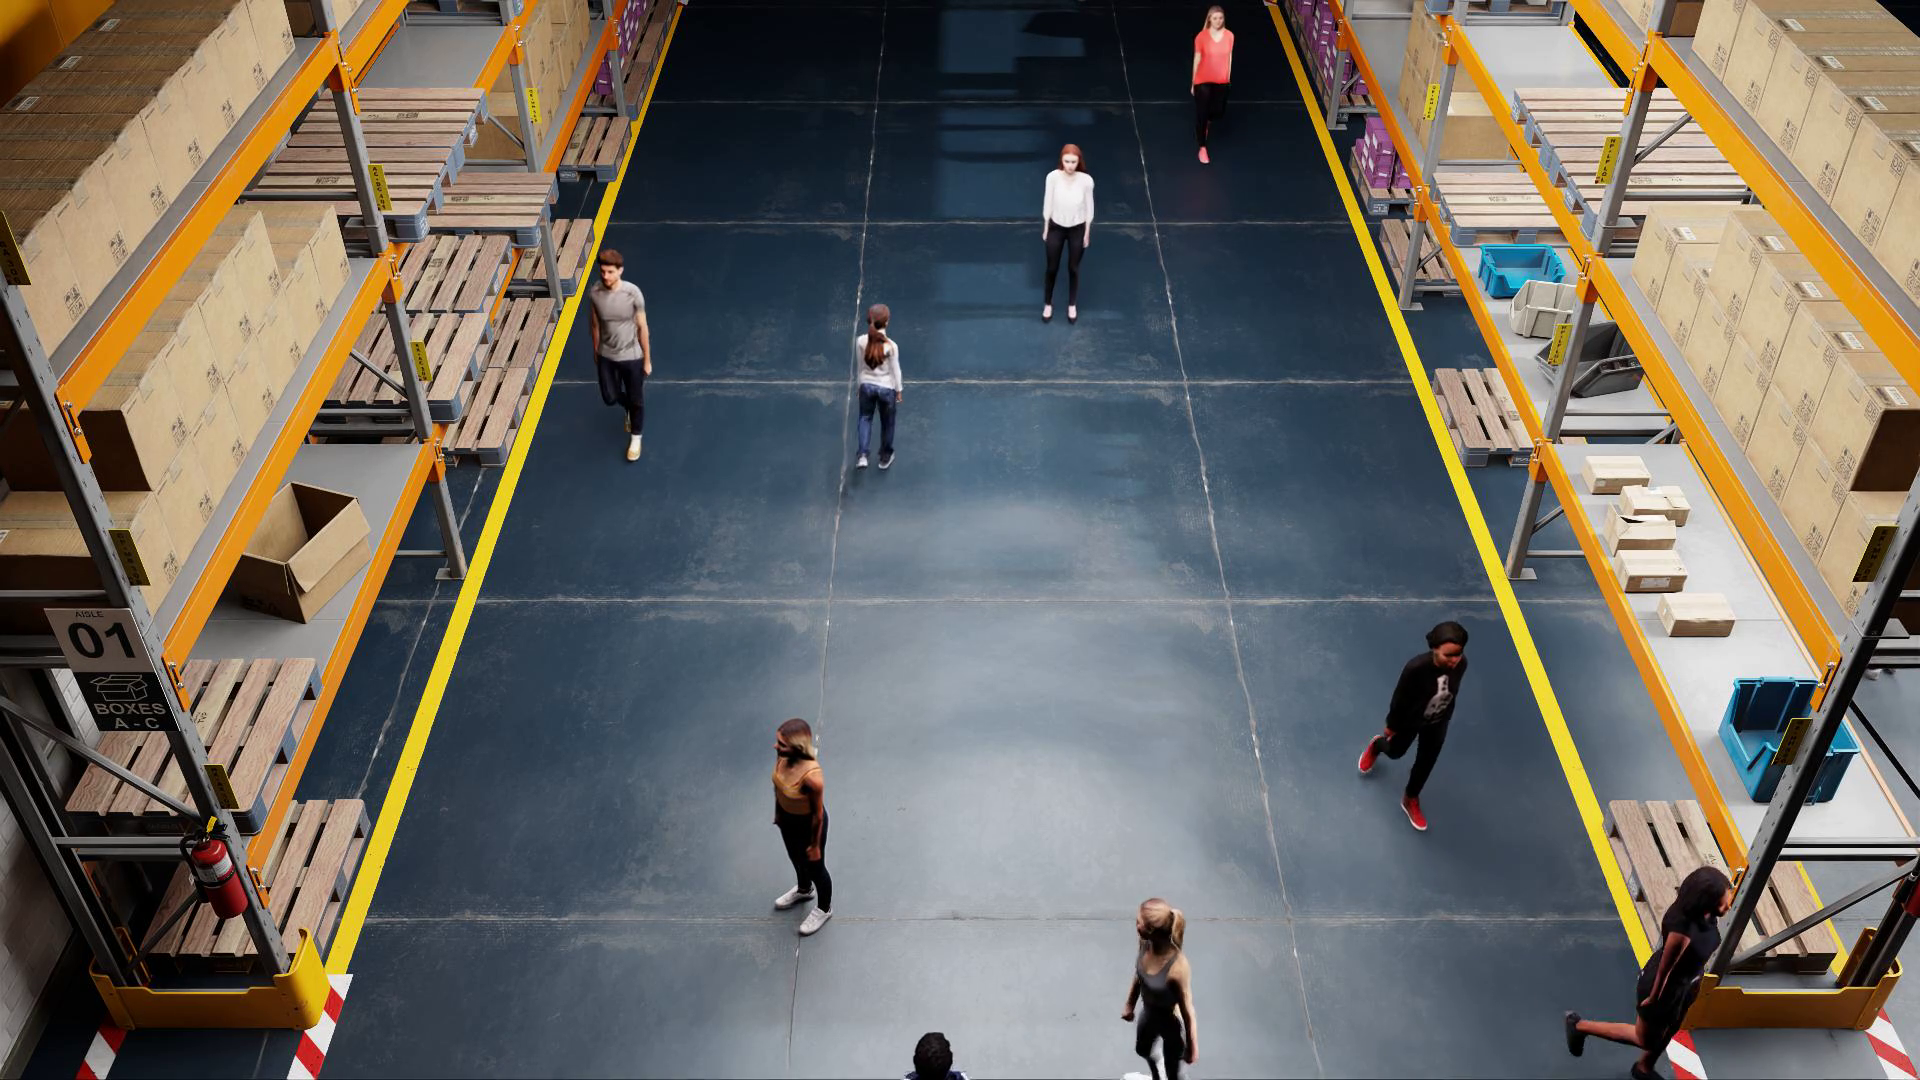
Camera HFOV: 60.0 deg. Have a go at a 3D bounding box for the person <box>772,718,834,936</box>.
[{"bbox_3d":[-0.923,1.652,9.746,0.712,1.628,0.628,-25,45,-28],"label":"person"}]

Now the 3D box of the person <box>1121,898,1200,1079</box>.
[{"bbox_3d":[1.123,2.529,8.607,0.857,1.679,0.680,-30,47,-32],"label":"person"}]

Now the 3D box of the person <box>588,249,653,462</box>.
[{"bbox_3d":[-2.738,-1.566,13.570,0.707,1.885,0.803,4,39,5],"label":"person"}]

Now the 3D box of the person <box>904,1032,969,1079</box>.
[{"bbox_3d":[-0.124,2.976,8.436,0.556,1.195,0.824,2,39,2],"label":"person"}]

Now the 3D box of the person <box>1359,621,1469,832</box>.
[{"bbox_3d":[2.871,1.066,10.470,0.713,1.641,0.980,-5,39,-6],"label":"person"}]

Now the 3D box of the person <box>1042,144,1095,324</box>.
[{"bbox_3d":[0.986,-2.817,15.238,0.630,1.759,0.551,4,39,5],"label":"person"}]

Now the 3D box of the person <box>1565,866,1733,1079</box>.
[{"bbox_3d":[3.687,2.314,8.838,0.962,1.728,0.922,28,47,31],"label":"person"}]

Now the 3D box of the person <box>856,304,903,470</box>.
[{"bbox_3d":[-0.686,-1.174,13.348,0.651,1.549,0.810,9,39,11],"label":"person"}]

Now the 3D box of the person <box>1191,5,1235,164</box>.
[{"bbox_3d":[2.687,-4.955,17.980,0.650,1.677,0.910,-4,39,-5],"label":"person"}]
